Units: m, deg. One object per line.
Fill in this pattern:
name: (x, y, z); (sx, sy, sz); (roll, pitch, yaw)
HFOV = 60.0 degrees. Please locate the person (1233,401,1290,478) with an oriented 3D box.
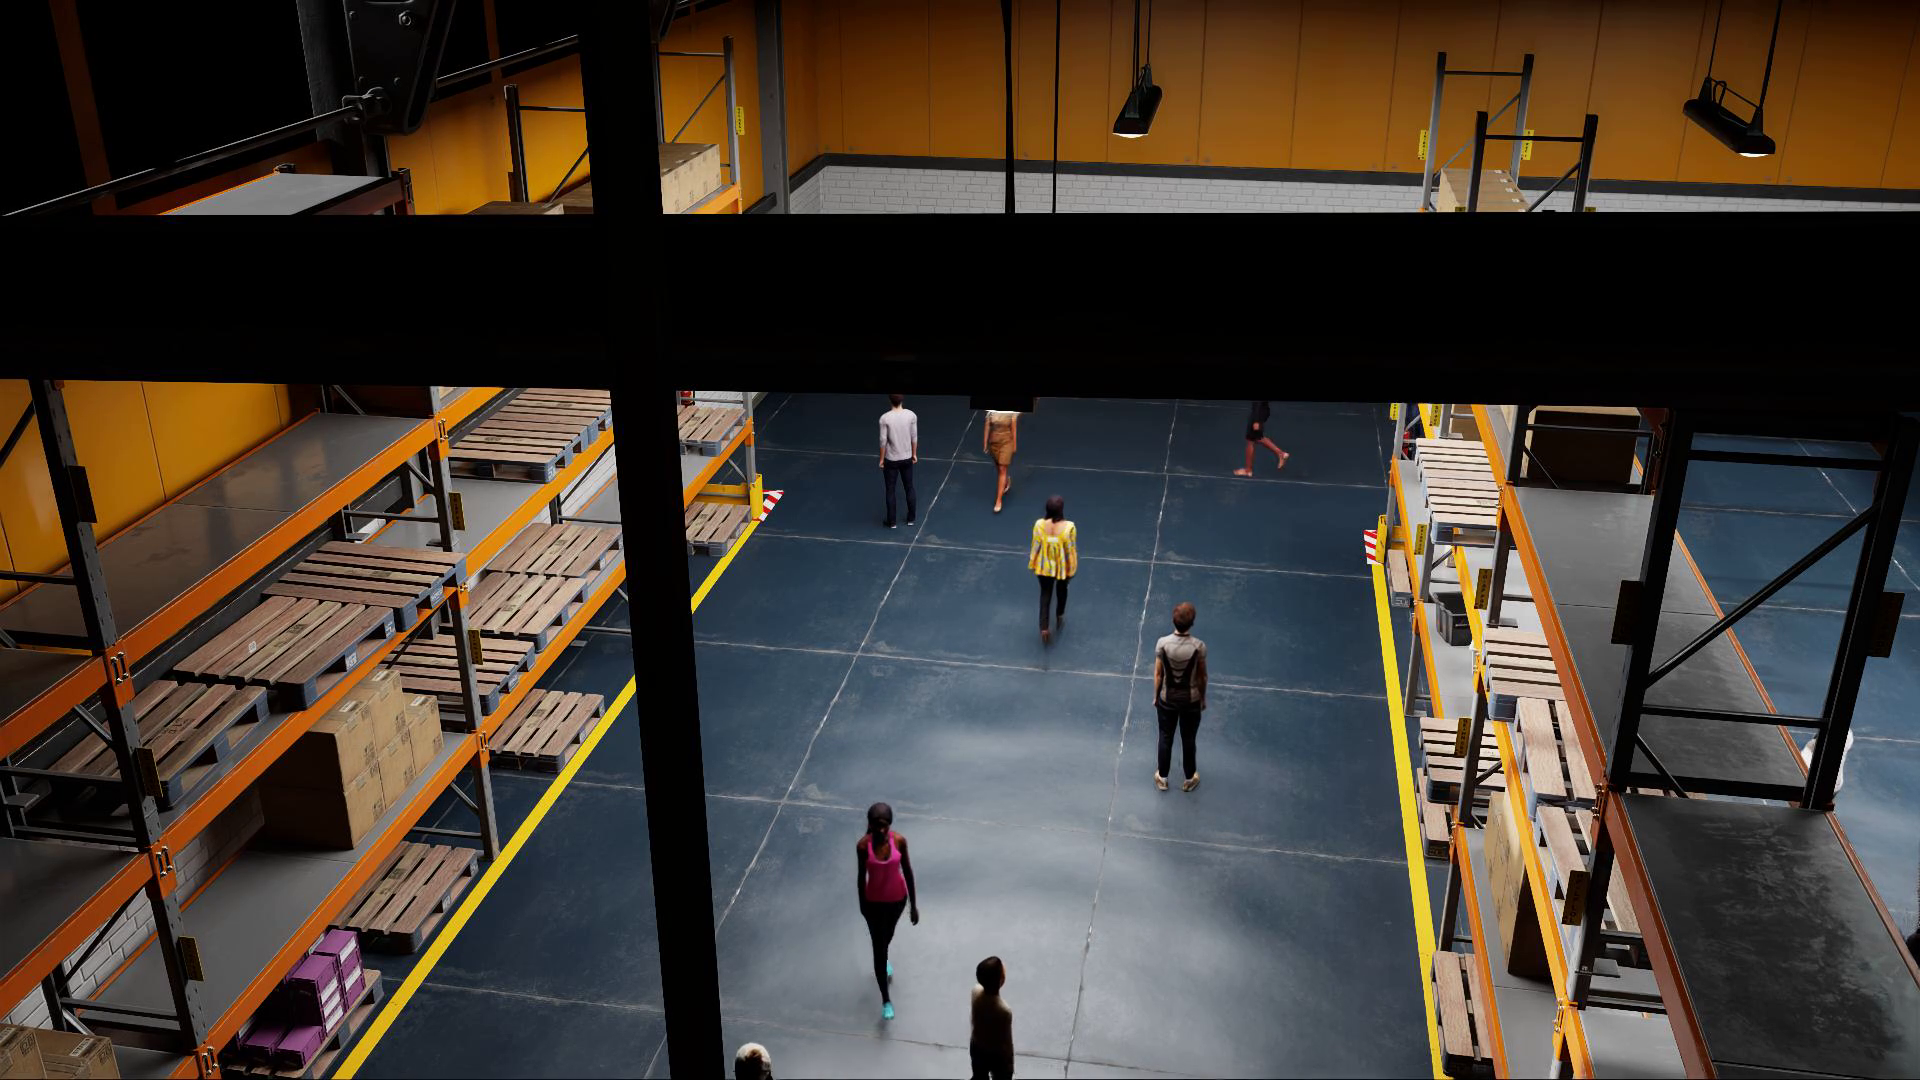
person: (4.137, -1.639, 22.562); (0.690, 1.700, 0.897); (5, 24, 11)

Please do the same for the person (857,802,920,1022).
person: (-0.577, 2.704, 12.665); (0.880, 1.671, 1.177); (-6, 24, -12)

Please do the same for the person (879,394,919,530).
person: (-0.778, -1.047, 21.031); (0.737, 1.842, 0.728); (-8, 25, -19)

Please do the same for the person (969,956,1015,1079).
person: (0.149, 3.461, 11.203); (0.938, 1.453, 0.842); (-20, 31, -38)

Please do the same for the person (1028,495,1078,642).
person: (1.002, 0.334, 18.153); (0.683, 1.617, 0.993); (5, 24, 10)

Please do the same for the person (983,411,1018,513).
person: (0.568, -1.250, 21.733); (0.678, 1.652, 1.108); (8, 25, 19)

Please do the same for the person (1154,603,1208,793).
person: (2.019, 1.442, 15.270); (0.628, 1.896, 0.545); (4, 24, 10)
